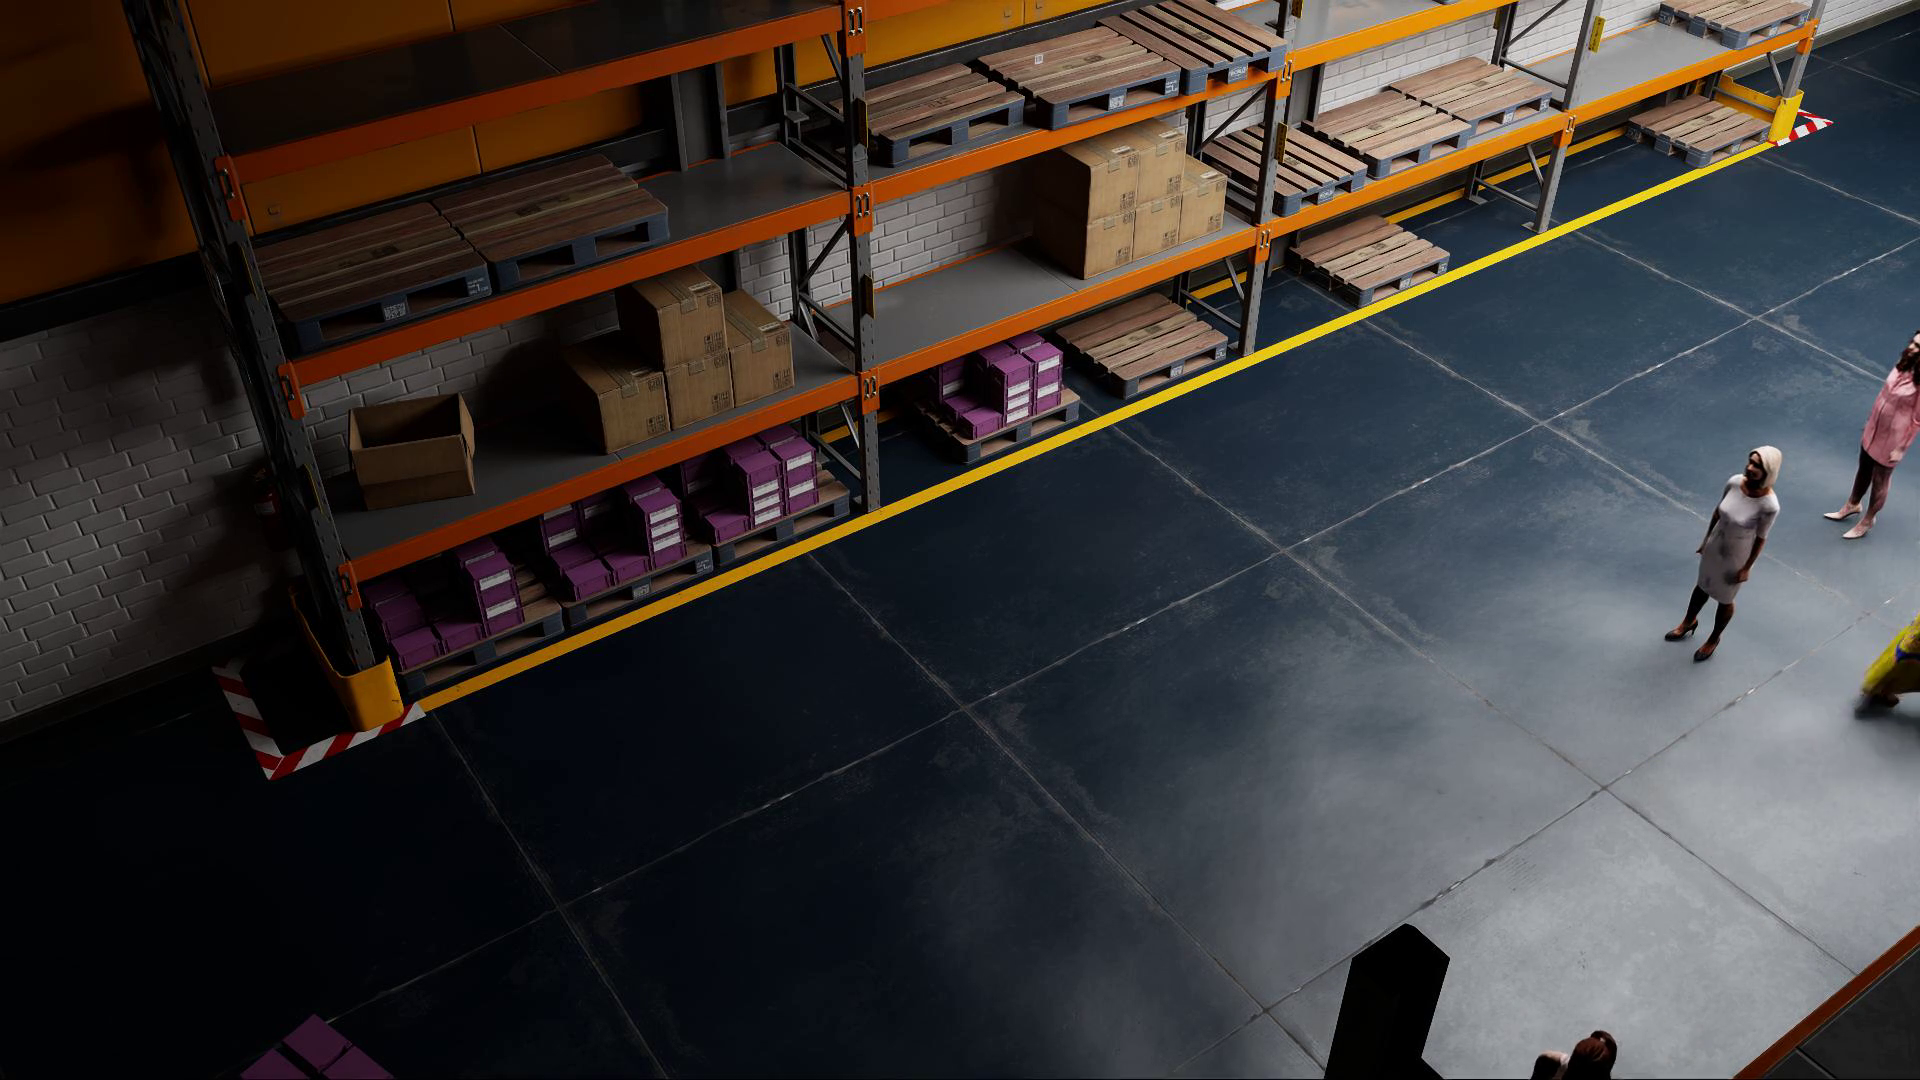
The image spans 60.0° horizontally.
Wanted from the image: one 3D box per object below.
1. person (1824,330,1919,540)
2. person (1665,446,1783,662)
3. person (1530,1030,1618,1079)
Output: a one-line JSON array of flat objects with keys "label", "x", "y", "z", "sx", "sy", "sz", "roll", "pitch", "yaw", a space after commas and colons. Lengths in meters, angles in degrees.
[{"label": "person", "x": 6.965, "y": -0.799, "z": 12.430, "sx": 0.692, "sy": 1.802, "sz": 0.691, "roll": -3, "pitch": 39, "yaw": -4}, {"label": "person", "x": 5.270, "y": 0.076, "z": 11.377, "sx": 0.549, "sy": 1.749, "sz": 0.595, "roll": -17, "pitch": 42, "yaw": -20}, {"label": "person", "x": 2.872, "y": 2.849, "z": 7.919, "sx": 0.843, "sy": 1.731, "sz": 0.646, "roll": -30, "pitch": 47, "yaw": -32}]
